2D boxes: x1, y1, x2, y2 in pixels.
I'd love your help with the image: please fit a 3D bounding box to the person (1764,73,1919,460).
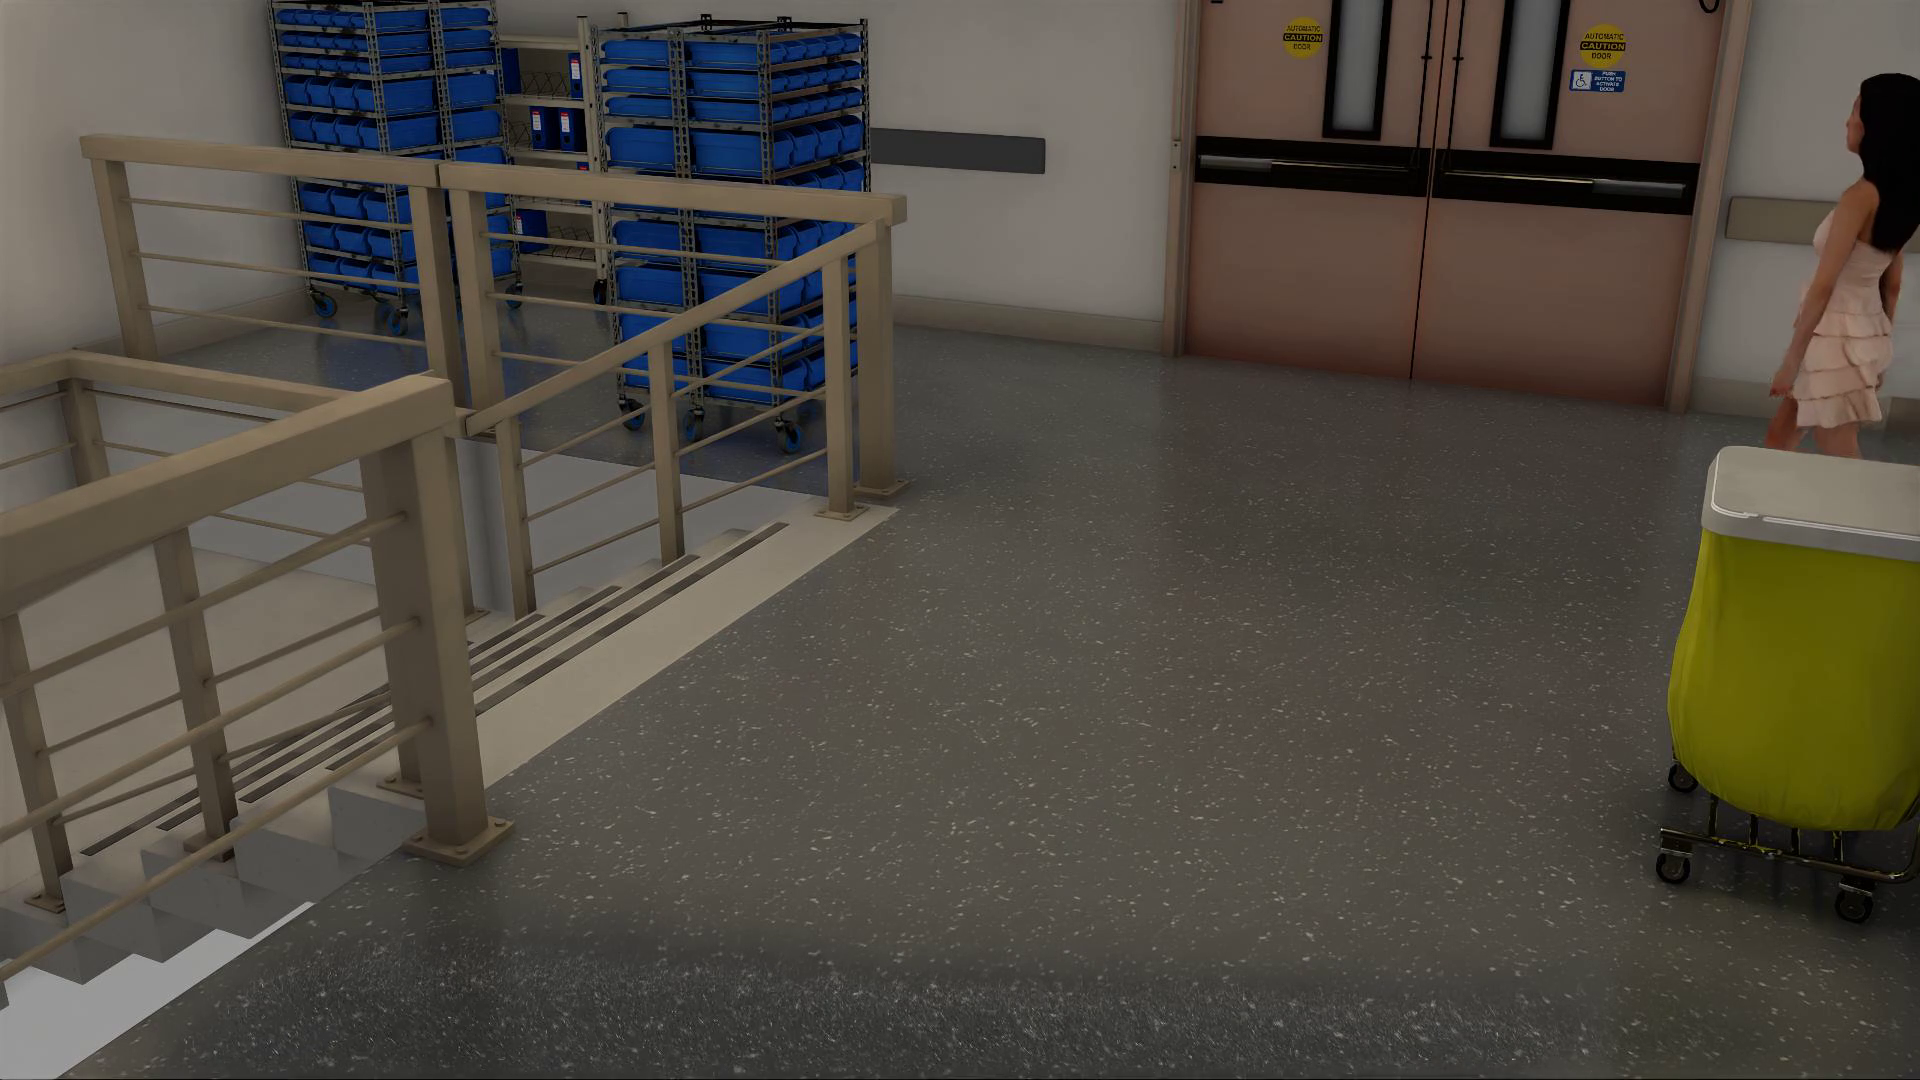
[{"bbox_3d":[2.789,-0.511,5.108,0.871,1.700,1.114,-17,27,-38],"label":"person"}]
